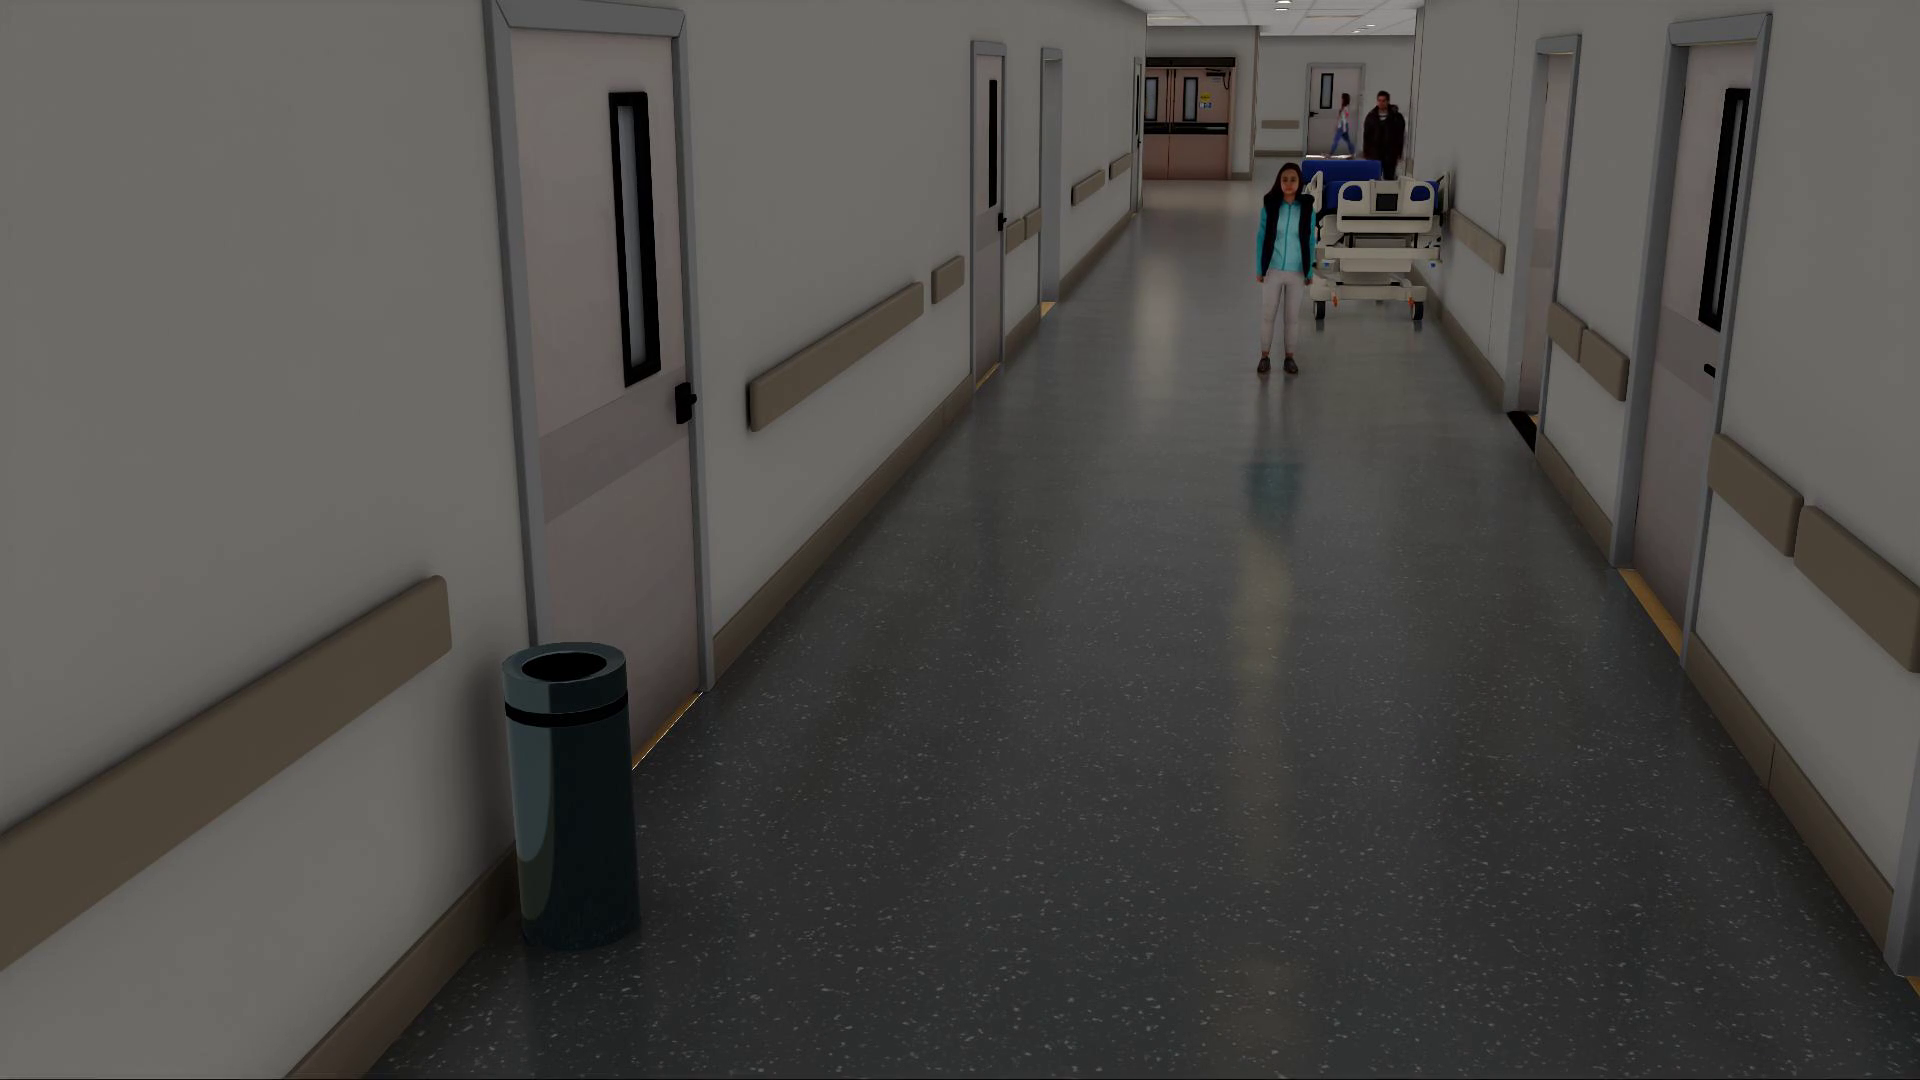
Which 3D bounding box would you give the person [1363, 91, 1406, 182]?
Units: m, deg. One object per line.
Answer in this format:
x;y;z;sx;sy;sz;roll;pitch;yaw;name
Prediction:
6.186;-5.590;24.262;1.030;1.826;0.937;7;17;22;person

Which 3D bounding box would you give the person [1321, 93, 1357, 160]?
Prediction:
9.413;-10.027;40.483;1.067;1.563;0.637;4;16;13;person

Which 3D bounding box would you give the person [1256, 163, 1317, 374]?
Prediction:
2.340;-1.965;12.001;0.528;1.500;0.642;2;16;5;person
